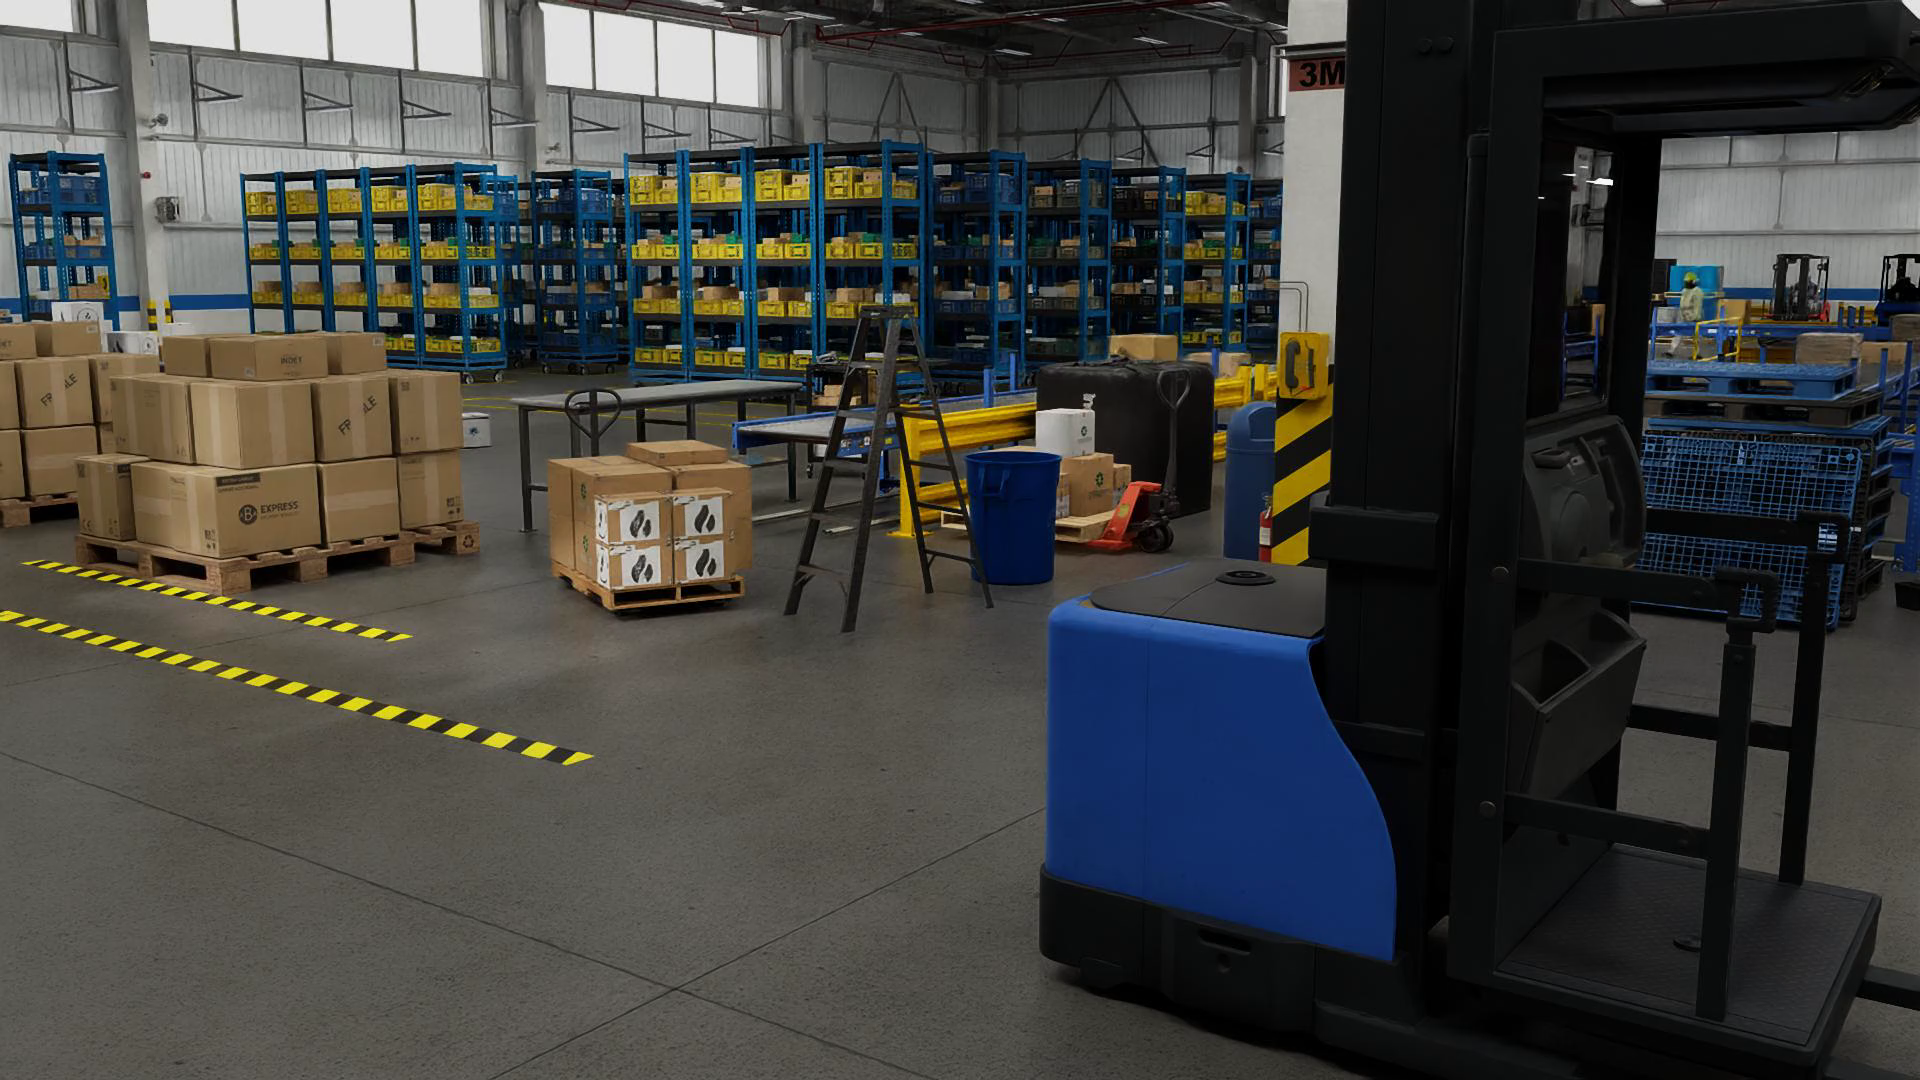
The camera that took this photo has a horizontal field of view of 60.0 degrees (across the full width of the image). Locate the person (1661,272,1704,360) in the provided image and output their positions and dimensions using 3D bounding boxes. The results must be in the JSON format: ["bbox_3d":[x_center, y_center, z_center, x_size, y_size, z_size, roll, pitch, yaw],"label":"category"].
[{"bbox_3d":[14.748,-4.529,33.757,0.912,1.781,0.623,-3,10,-17],"label":"person"}]

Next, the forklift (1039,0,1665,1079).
[{"bbox_3d":[1.249,-0.137,4.360,1.873,2.768,1.129,7,12,35],"label":"forklift"}]

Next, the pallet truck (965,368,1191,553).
[{"bbox_3d":[0.845,-0.609,11.869,1.630,1.274,0.653,7,12,35],"label":"pallet truck"}]

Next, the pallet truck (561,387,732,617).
[{"bbox_3d":[-1.981,-0.274,10.088,0.680,1.201,1.601,-5,11,-28],"label":"pallet truck"}]

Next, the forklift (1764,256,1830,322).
[{"bbox_3d":[20.253,-5.854,40.139,1.157,1.987,2.680,7,12,35],"label":"forklift"}]

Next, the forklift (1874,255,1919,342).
[{"bbox_3d":[22.089,-5.634,38.796,1.157,1.987,2.680,6,11,33],"label":"forklift"}]
